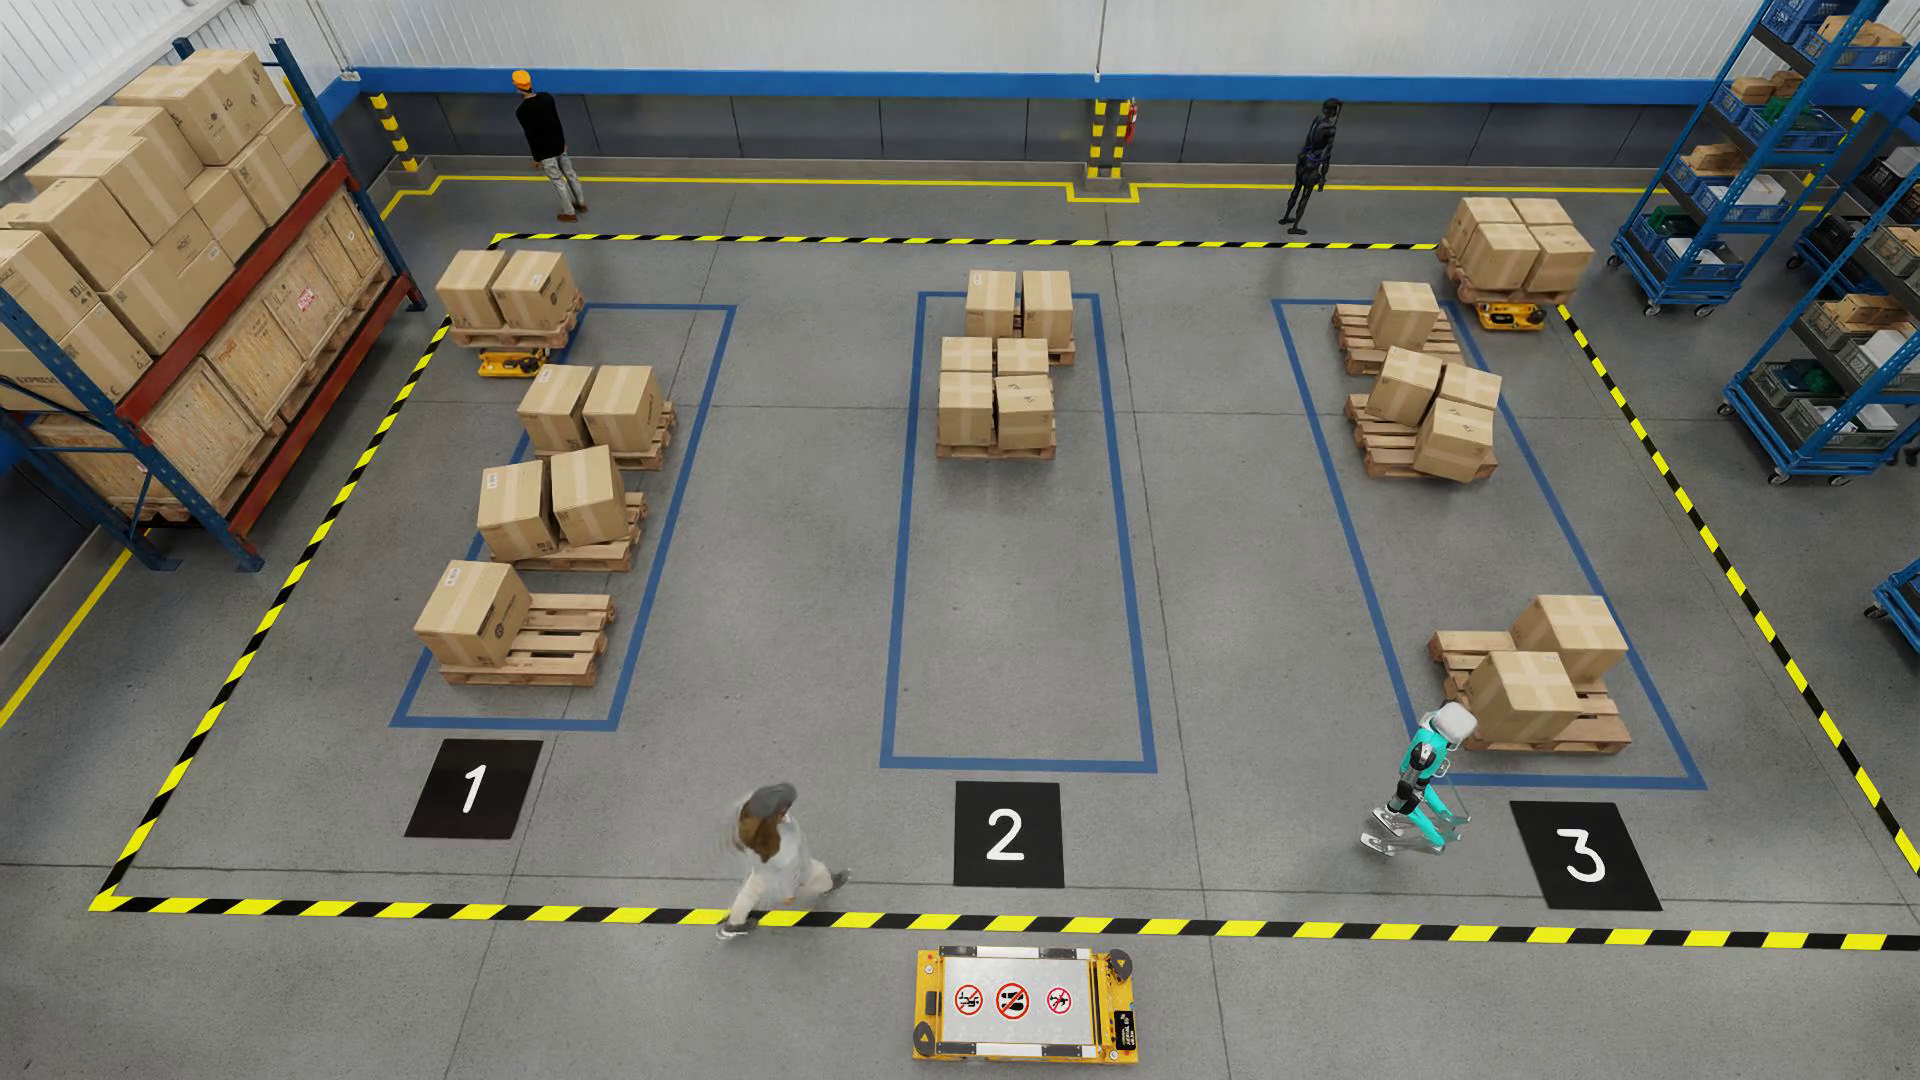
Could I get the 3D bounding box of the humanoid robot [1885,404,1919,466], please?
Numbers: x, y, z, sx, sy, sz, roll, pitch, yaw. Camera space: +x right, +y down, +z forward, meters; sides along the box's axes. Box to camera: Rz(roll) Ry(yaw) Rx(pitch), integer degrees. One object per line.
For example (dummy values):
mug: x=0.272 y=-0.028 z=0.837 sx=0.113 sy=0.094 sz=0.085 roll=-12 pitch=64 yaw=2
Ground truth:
humanoid robot: x=9.478 y=-1.343 z=8.683 sx=0.599 sy=1.632 sz=0.464 roll=31 pitch=57 yaw=23

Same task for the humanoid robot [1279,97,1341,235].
humanoid robot: x=4.352 y=-4.634 z=11.344 sx=0.315 sy=1.659 sz=0.599 roll=-8 pitch=51 yaw=-6

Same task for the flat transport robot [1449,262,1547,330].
flat transport robot: x=6.393 y=-3.036 z=10.943 sx=0.652 sy=0.197 sz=1.431 roll=1 pitch=51 yaw=1

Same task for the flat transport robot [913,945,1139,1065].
flat transport robot: x=0.422 y=3.041 z=6.007 sx=1.431 sy=0.231 sz=0.659 roll=1 pitch=51 yaw=1

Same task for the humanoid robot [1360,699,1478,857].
humanoid robot: x=3.164 y=1.700 z=6.065 sx=0.735 sy=1.677 sz=0.533 roll=35 pitch=59 yaw=25

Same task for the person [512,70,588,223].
person: x=-5.129 y=-4.876 z=11.423 sx=0.394 sy=1.878 sz=0.586 roll=19 pitch=53 yaw=15

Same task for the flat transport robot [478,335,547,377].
flat transport robot: x=-4.927 y=-2.392 z=10.418 sx=0.652 sy=0.197 sz=1.431 roll=1 pitch=51 yaw=1

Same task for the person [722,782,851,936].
person: x=-1.225 y=2.068 z=5.858 sx=0.893 sy=1.726 sz=0.575 roll=-32 pitch=58 yaw=-23
